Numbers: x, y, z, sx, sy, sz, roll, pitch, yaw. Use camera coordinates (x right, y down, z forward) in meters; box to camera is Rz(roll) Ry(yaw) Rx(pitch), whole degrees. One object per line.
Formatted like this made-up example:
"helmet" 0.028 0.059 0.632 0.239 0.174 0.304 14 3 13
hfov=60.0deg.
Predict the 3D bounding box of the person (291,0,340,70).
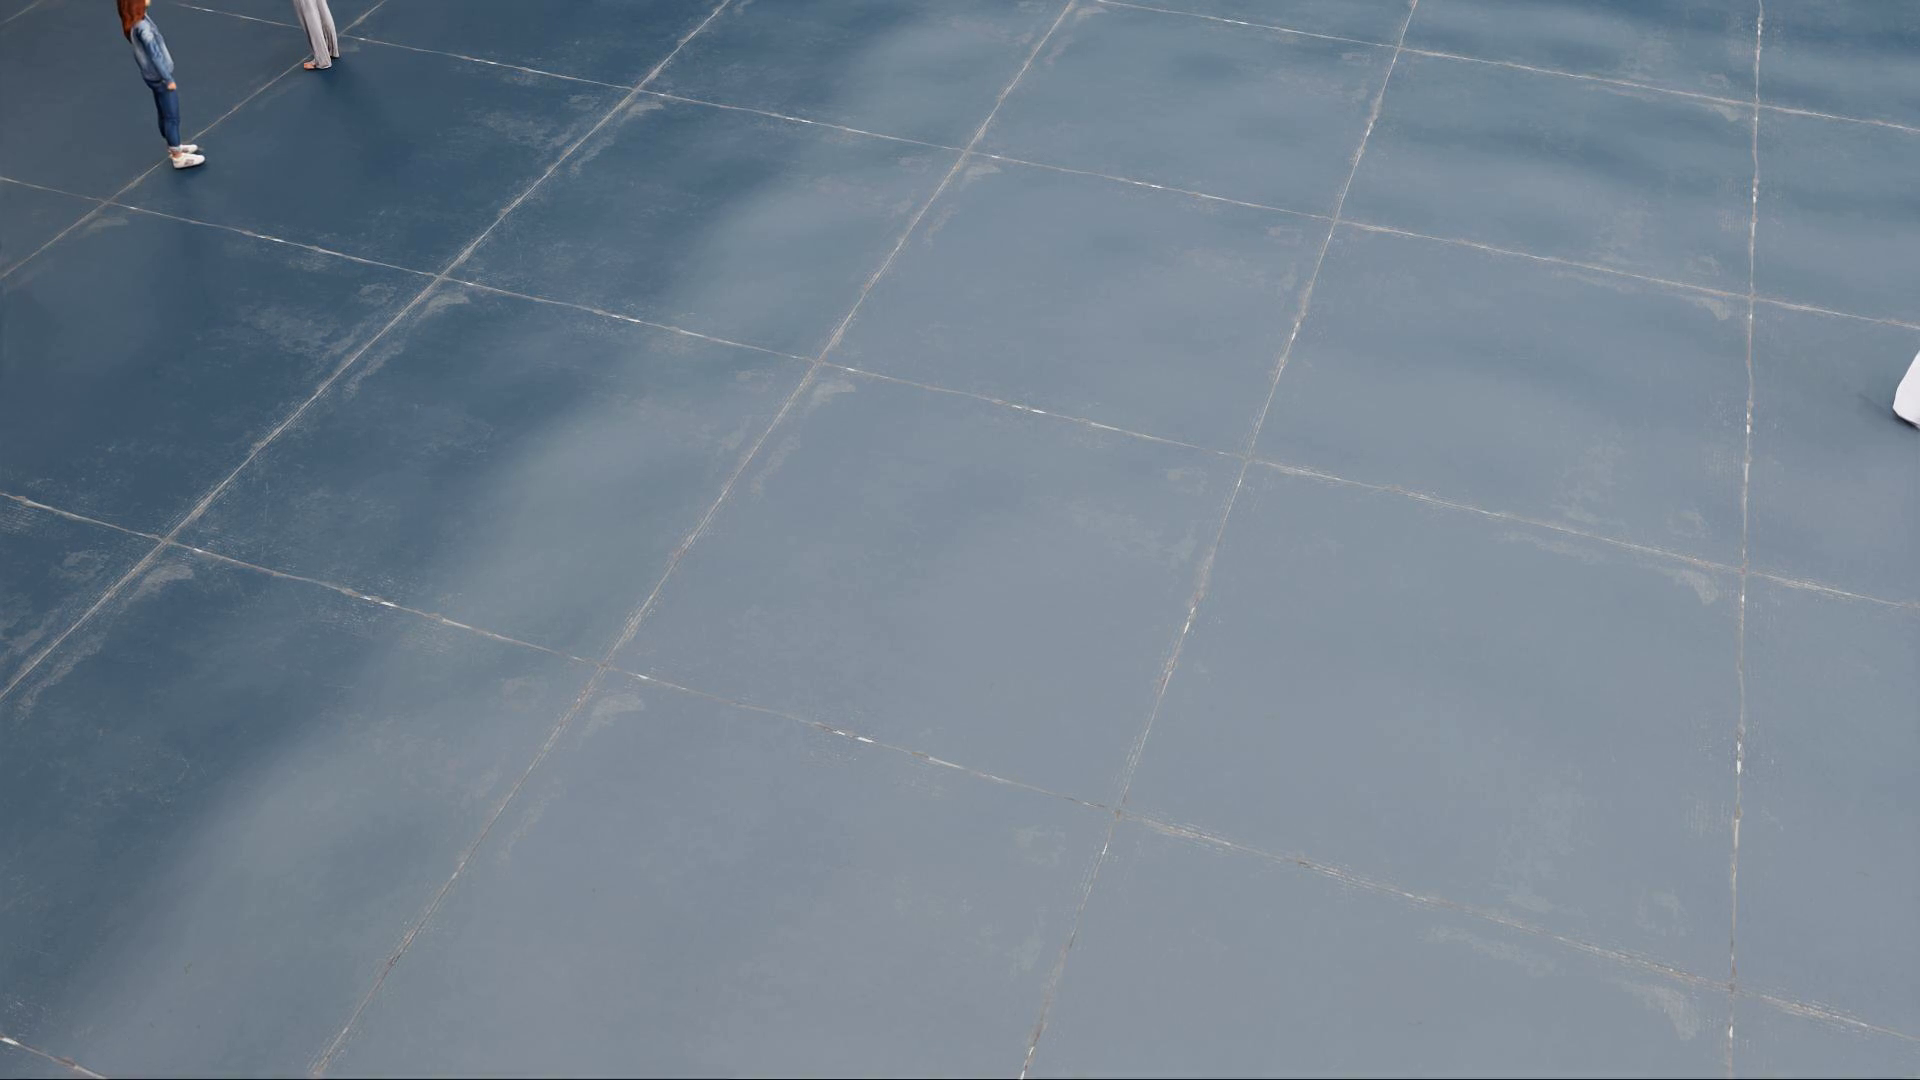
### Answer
"person" -5.555 -4.833 13.947 0.592 1.774 0.622 7 43 7

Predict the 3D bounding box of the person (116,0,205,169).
"person" -6.207 -3.589 12.836 0.680 1.472 0.588 -25 49 -25
